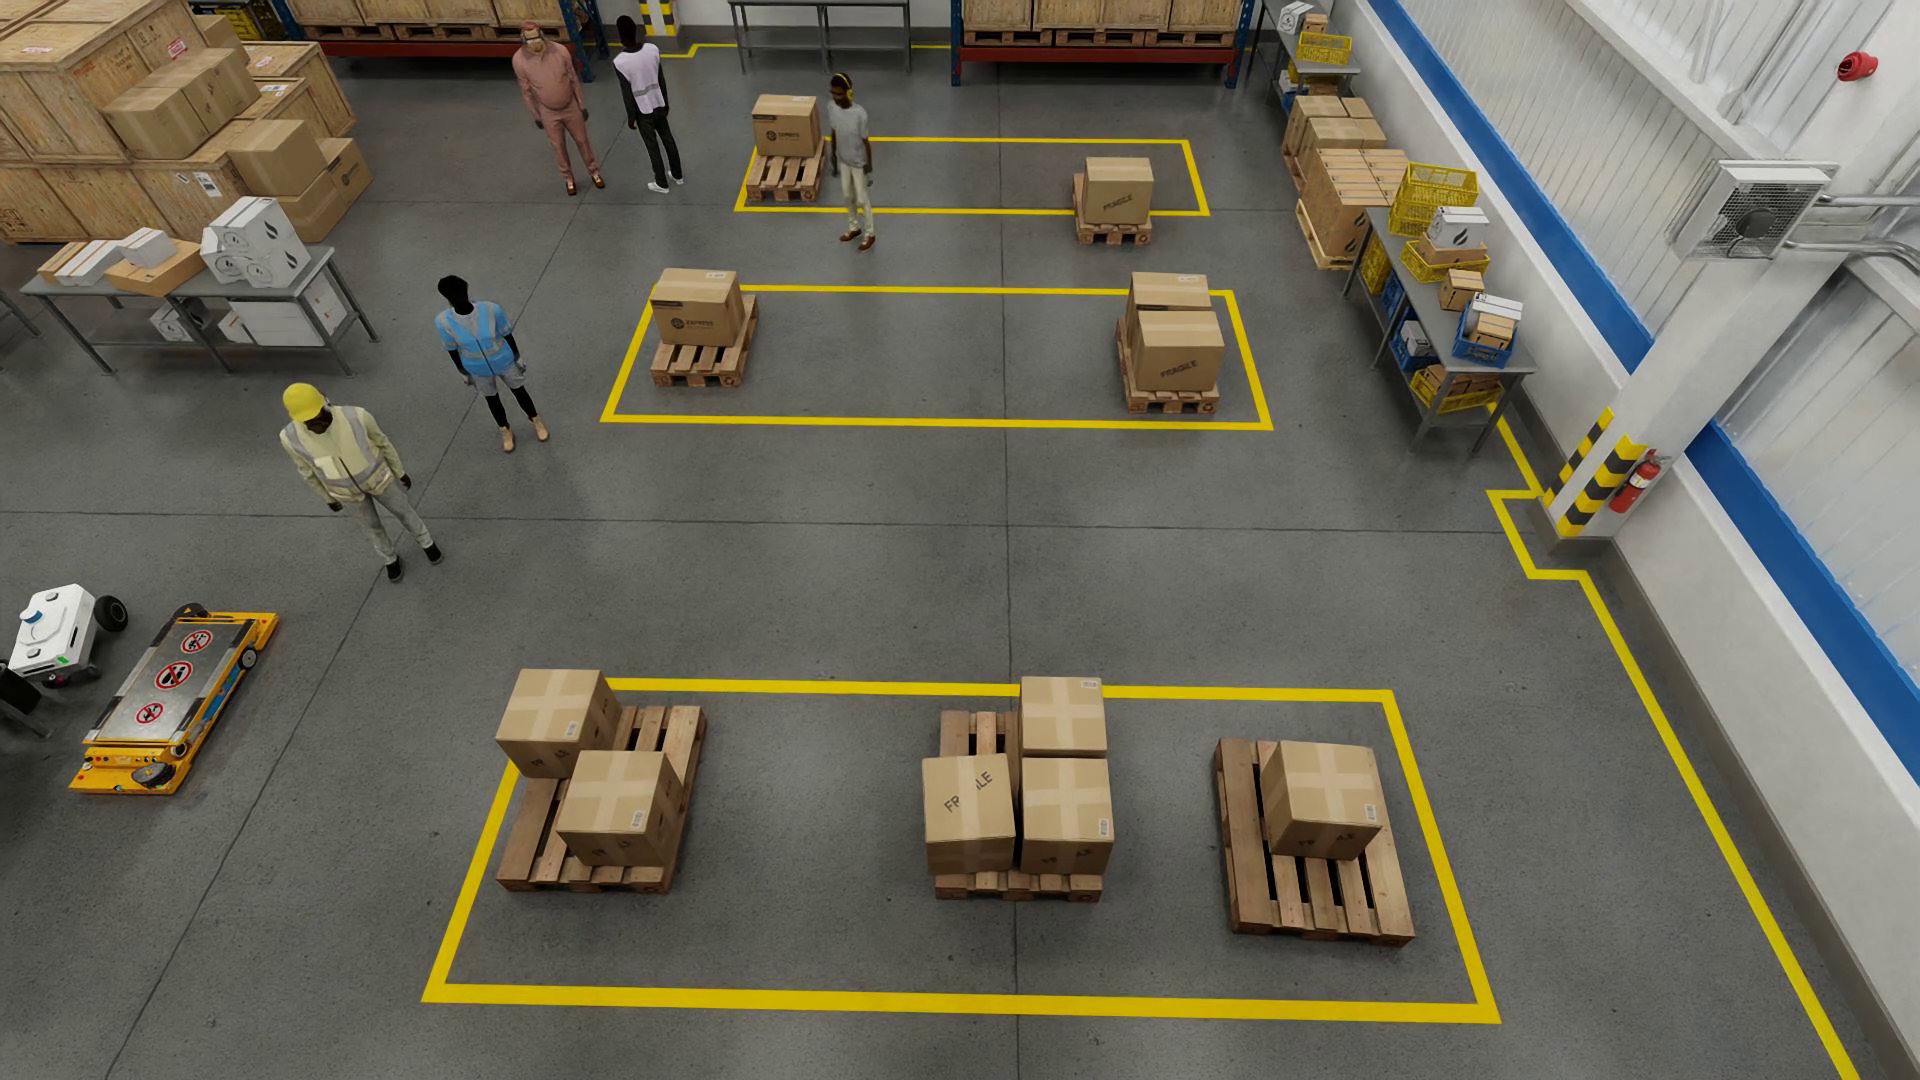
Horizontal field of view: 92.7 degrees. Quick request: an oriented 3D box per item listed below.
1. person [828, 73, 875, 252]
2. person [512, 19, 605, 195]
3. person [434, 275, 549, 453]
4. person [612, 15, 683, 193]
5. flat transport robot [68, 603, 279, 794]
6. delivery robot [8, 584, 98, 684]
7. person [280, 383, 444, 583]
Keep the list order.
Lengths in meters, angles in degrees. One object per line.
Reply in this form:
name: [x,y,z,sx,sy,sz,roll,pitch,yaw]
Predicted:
person: [-1.144,-3.965,9.675,0.518,1.860,0.332,27,55,21]
person: [-4.579,-4.910,10.449,0.631,1.899,0.404,-20,53,-16]
person: [-3.921,-1.465,7.660,0.540,1.696,0.315,-21,53,-17]
person: [-3.555,-4.934,10.453,0.392,1.919,0.593,29,56,23]
flat transport robot: [-5.504,1.072,6.442,0.652,0.197,1.431,1,50,1]
delivery robot: [-6.468,0.664,6.543,0.477,0.478,0.707,-16,52,-13]
person: [-4.361,-0.423,6.690,0.591,1.834,0.404,-26,54,-20]
